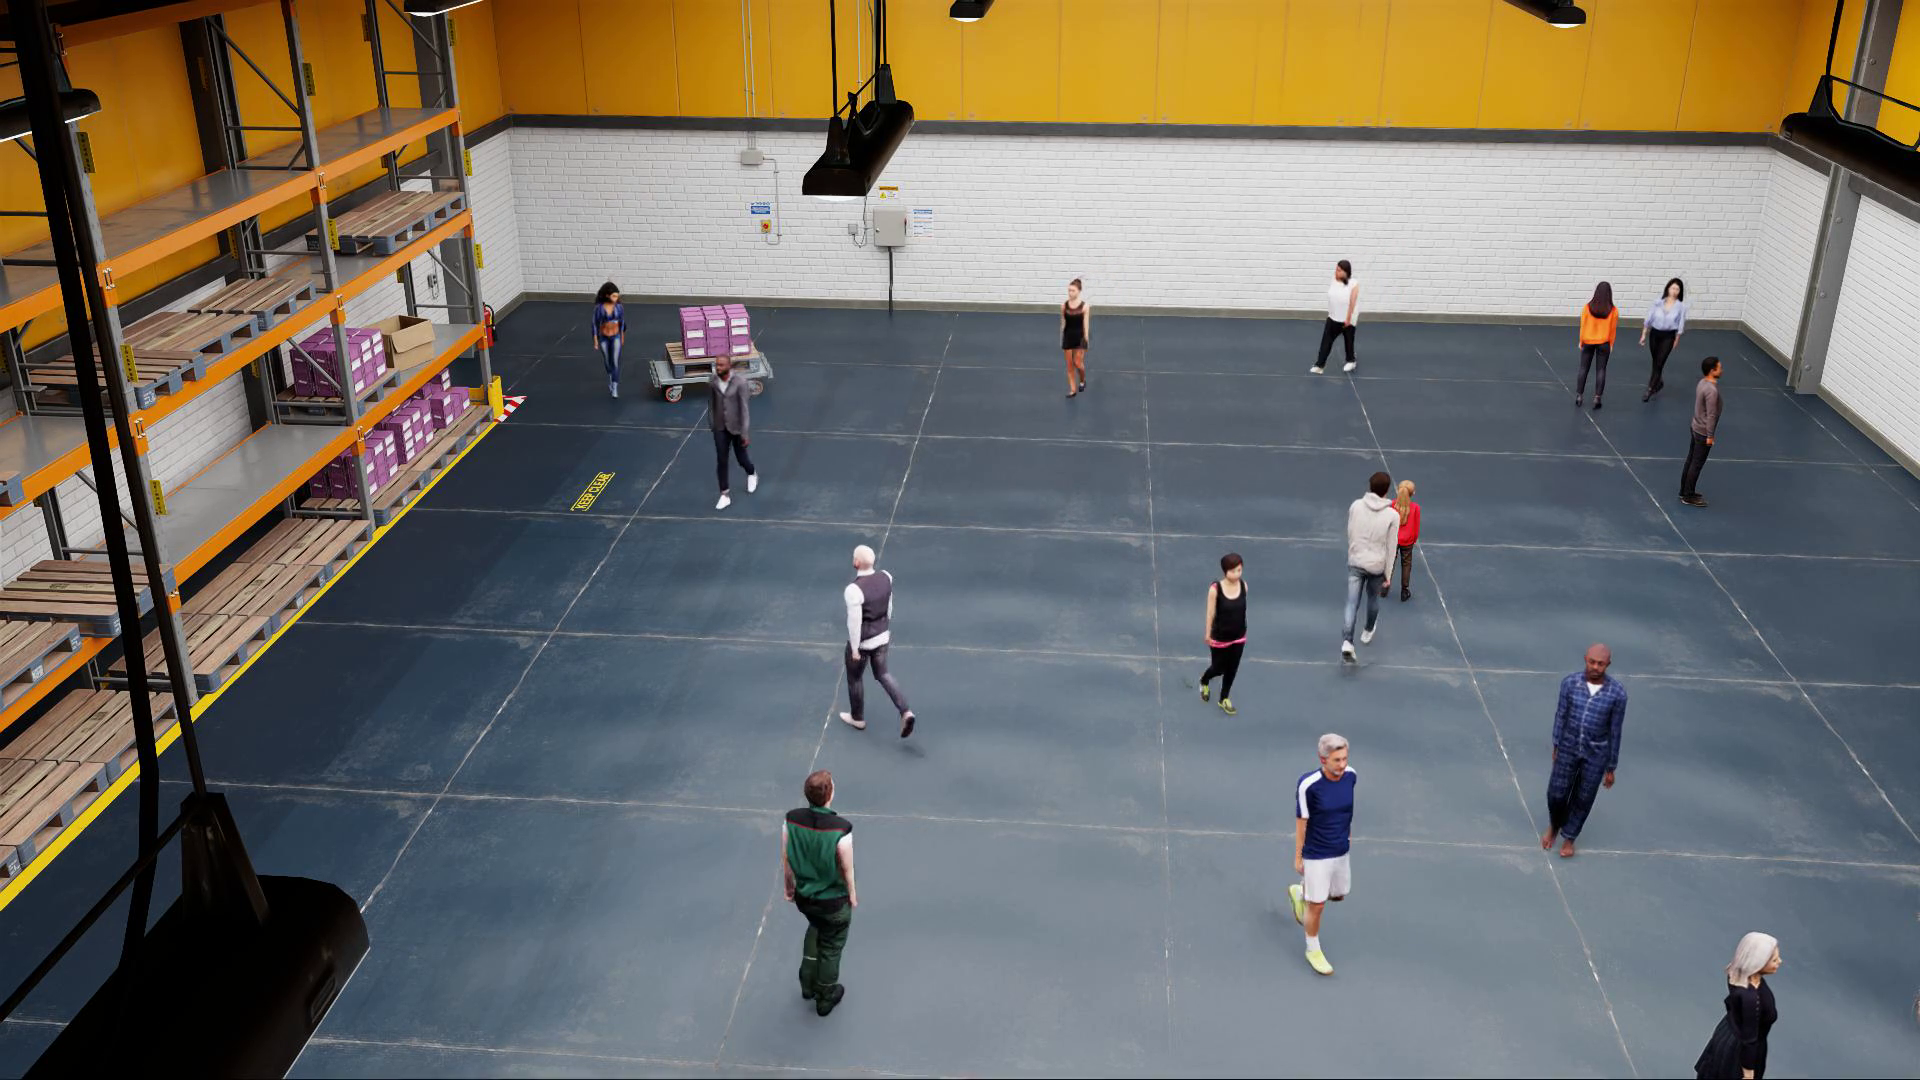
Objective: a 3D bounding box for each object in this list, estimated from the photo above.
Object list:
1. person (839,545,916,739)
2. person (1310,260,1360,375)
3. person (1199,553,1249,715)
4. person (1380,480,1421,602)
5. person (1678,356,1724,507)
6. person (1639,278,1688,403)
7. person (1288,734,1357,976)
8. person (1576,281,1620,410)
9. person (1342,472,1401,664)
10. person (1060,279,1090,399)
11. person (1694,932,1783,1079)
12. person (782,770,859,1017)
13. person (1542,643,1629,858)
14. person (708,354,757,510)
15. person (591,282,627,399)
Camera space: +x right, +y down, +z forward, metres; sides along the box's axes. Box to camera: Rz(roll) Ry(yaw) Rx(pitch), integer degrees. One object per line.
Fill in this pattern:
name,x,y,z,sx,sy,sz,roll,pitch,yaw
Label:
person,-0.724,0.907,14.349,1.171,1.803,1.157,21,31,39
person,5.536,-3.197,23.926,1.167,1.652,1.101,-19,30,-36
person,2.365,0.801,14.913,0.677,1.544,0.752,-9,25,-21
person,4.528,-0.007,17.091,0.542,1.280,0.560,10,26,22
person,8.663,-1.289,19.410,0.717,1.772,0.494,-9,25,-20
person,9.666,-2.750,22.858,1.073,1.689,1.275,17,29,34
person,2.481,2.113,11.563,0.895,1.824,1.038,-10,26,-22
person,8.629,-2.653,22.560,0.700,1.749,0.690,13,27,27
person,3.824,0.294,15.746,0.884,1.806,1.337,9,25,19
person,1.620,-2.789,22.976,0.702,1.665,0.752,12,26,25
person,4.496,3.003,9.625,0.698,1.746,0.549,6,24,13
person,-0.944,2.361,10.981,0.732,1.835,0.755,11,26,24
person,4.803,1.587,12.790,0.754,1.806,0.766,11,26,23
person,-2.637,-1.310,19.433,0.816,1.792,1.128,6,24,13
person,-4.871,-2.794,23.098,0.783,1.576,1.060,-3,24,-7
